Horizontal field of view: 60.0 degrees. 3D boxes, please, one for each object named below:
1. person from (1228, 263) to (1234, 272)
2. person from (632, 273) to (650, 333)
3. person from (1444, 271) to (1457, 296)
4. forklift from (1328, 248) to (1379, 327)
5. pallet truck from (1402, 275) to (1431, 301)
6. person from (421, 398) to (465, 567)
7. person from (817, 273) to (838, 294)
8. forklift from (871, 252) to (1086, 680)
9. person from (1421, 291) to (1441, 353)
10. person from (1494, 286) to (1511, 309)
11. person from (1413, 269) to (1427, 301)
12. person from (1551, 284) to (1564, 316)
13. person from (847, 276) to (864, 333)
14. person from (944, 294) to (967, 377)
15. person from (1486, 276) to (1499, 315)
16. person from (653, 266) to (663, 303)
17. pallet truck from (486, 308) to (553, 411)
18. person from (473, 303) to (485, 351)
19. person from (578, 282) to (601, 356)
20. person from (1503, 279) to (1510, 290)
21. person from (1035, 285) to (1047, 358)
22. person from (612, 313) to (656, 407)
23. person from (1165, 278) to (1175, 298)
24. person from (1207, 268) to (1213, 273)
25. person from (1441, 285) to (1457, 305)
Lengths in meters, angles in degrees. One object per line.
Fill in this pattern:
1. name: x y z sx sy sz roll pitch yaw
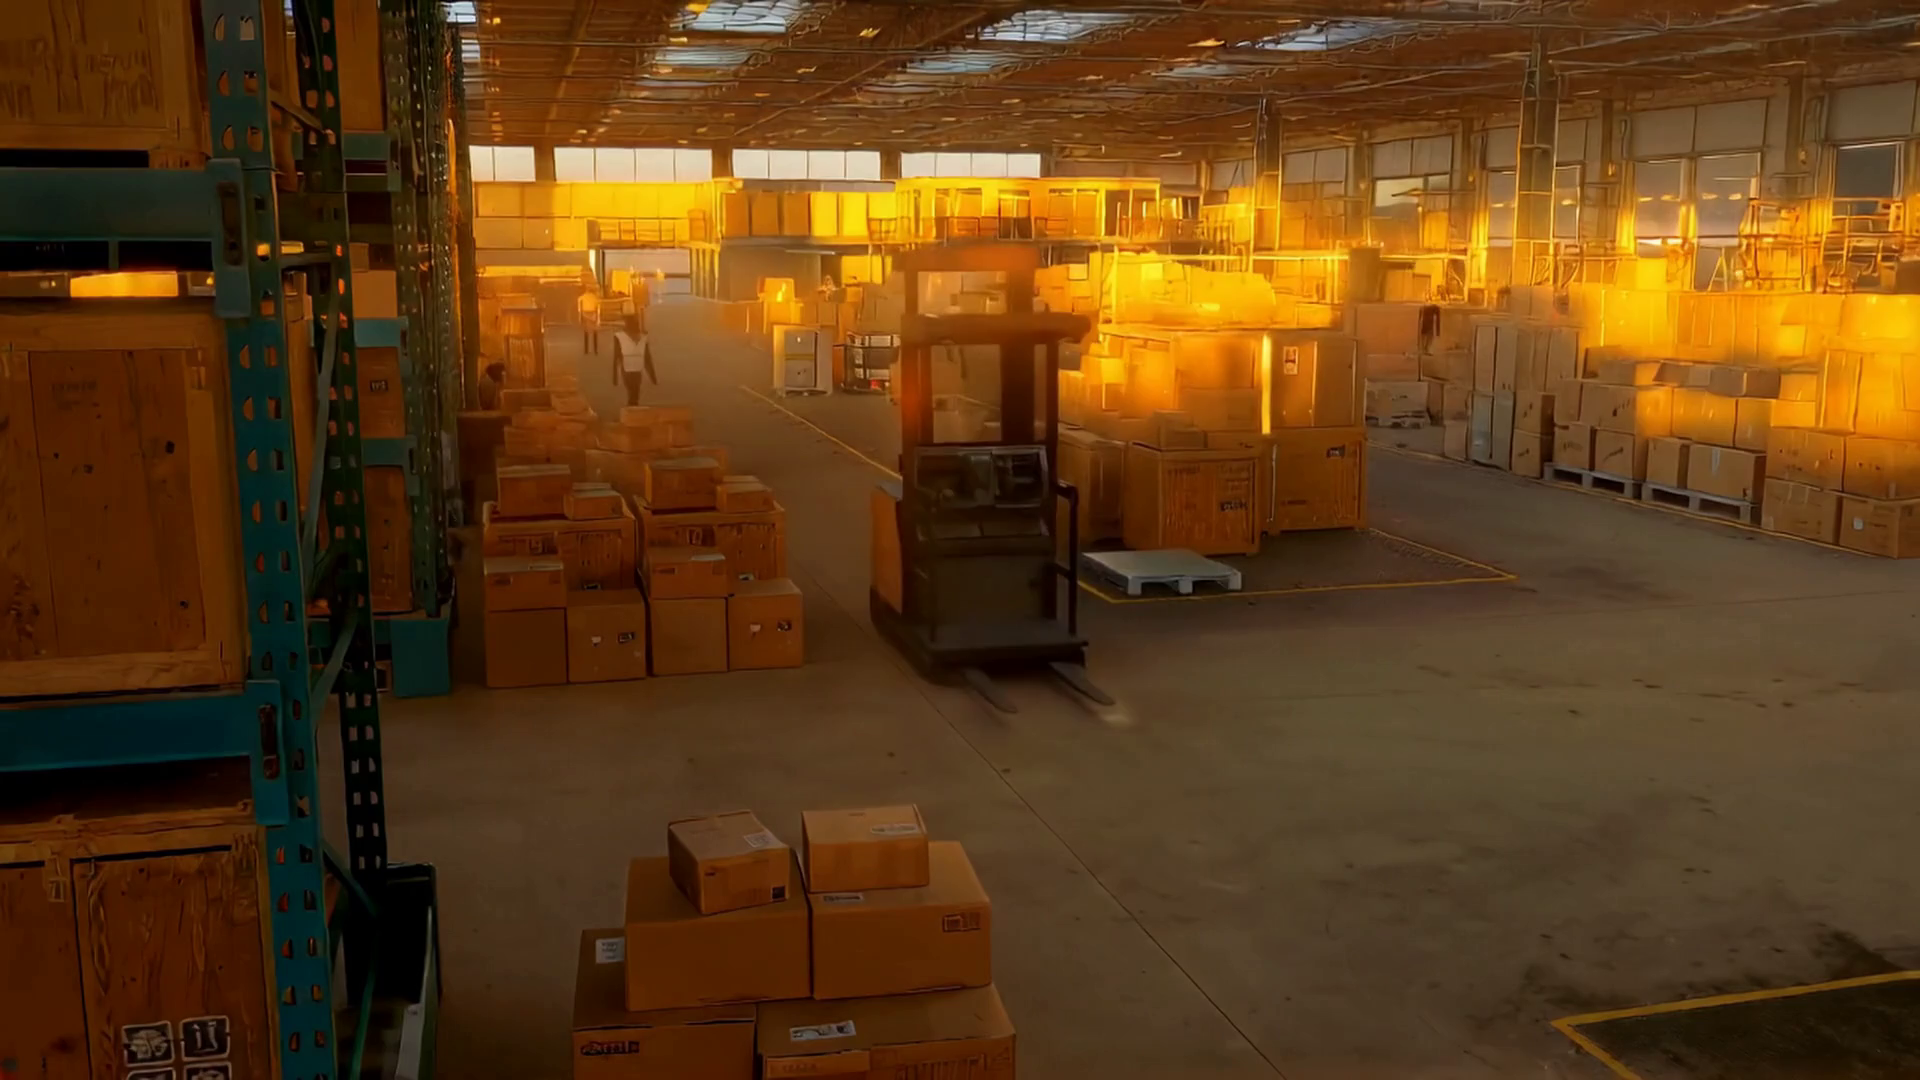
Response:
1. person: 14.852 -14.178 91.056 0.742 1.954 0.652 -3 10 -16
2. person: -10.502 -7.796 54.849 0.613 1.987 0.403 -10 14 -43
3. person: 18.768 -9.332 63.655 0.605 1.948 0.405 -5 11 -28
4. forklift: 9.347 -5.415 38.836 1.873 2.768 1.129 -3 10 -15
5. pallet truck: 14.620 -7.324 52.145 0.823 1.965 1.885 8 13 40
6. person: -4.558 -0.466 14.384 0.516 1.616 0.620 7 12 34
7. person: -4.266 -7.553 53.318 0.683 2.000 0.921 1 10 4
8. forklift: 0.058 -0.618 11.675 1.129 2.768 1.873 -3 10 -15
9. person: 10.088 -4.429 35.997 0.648 1.907 0.753 0 10 1
10. person: 14.575 -5.905 44.621 0.533 1.825 0.587 -2 10 -12
11. person: 21.318 -11.646 77.053 0.648 1.855 1.028 -1 10 -7
12. person: 15.715 -5.805 43.915 0.581 1.862 1.040 -3 10 -16
13. person: -3.265 -7.259 51.943 0.542 1.939 0.365 1 10 4
14. person: -0.122 -4.488 36.589 0.537 1.829 0.959 -6 12 -33
15. person: 18.834 -8.417 58.834 0.430 1.837 0.620 9 14 43
16. person: -15.408 -13.054 84.940 0.413 1.871 0.612 10 14 43
17. pallet truck: -6.242 -2.418 24.362 0.823 1.965 1.885 1 10 3
18. person: -13.227 -5.954 45.184 0.525 1.722 0.917 5 11 26
19. person: -9.757 -5.819 43.842 0.629 1.913 1.008 -4 11 -22
20. person: 19.057 -8.210 57.927 0.456 1.721 0.485 -1 10 -4
21. person: 1.944 -5.680 43.189 0.591 1.870 0.986 -3 10 -17
22. person: -4.947 -2.519 25.313 1.009 1.860 0.604 9 13 42
23. person: 6.759 -7.510 53.606 0.328 1.861 0.503 2 10 12
24. person: 12.330 -12.480 81.903 0.683 1.807 0.615 0 10 -2
25. person: 15.056 -7.002 51.231 0.559 1.673 0.544 8 13 37
